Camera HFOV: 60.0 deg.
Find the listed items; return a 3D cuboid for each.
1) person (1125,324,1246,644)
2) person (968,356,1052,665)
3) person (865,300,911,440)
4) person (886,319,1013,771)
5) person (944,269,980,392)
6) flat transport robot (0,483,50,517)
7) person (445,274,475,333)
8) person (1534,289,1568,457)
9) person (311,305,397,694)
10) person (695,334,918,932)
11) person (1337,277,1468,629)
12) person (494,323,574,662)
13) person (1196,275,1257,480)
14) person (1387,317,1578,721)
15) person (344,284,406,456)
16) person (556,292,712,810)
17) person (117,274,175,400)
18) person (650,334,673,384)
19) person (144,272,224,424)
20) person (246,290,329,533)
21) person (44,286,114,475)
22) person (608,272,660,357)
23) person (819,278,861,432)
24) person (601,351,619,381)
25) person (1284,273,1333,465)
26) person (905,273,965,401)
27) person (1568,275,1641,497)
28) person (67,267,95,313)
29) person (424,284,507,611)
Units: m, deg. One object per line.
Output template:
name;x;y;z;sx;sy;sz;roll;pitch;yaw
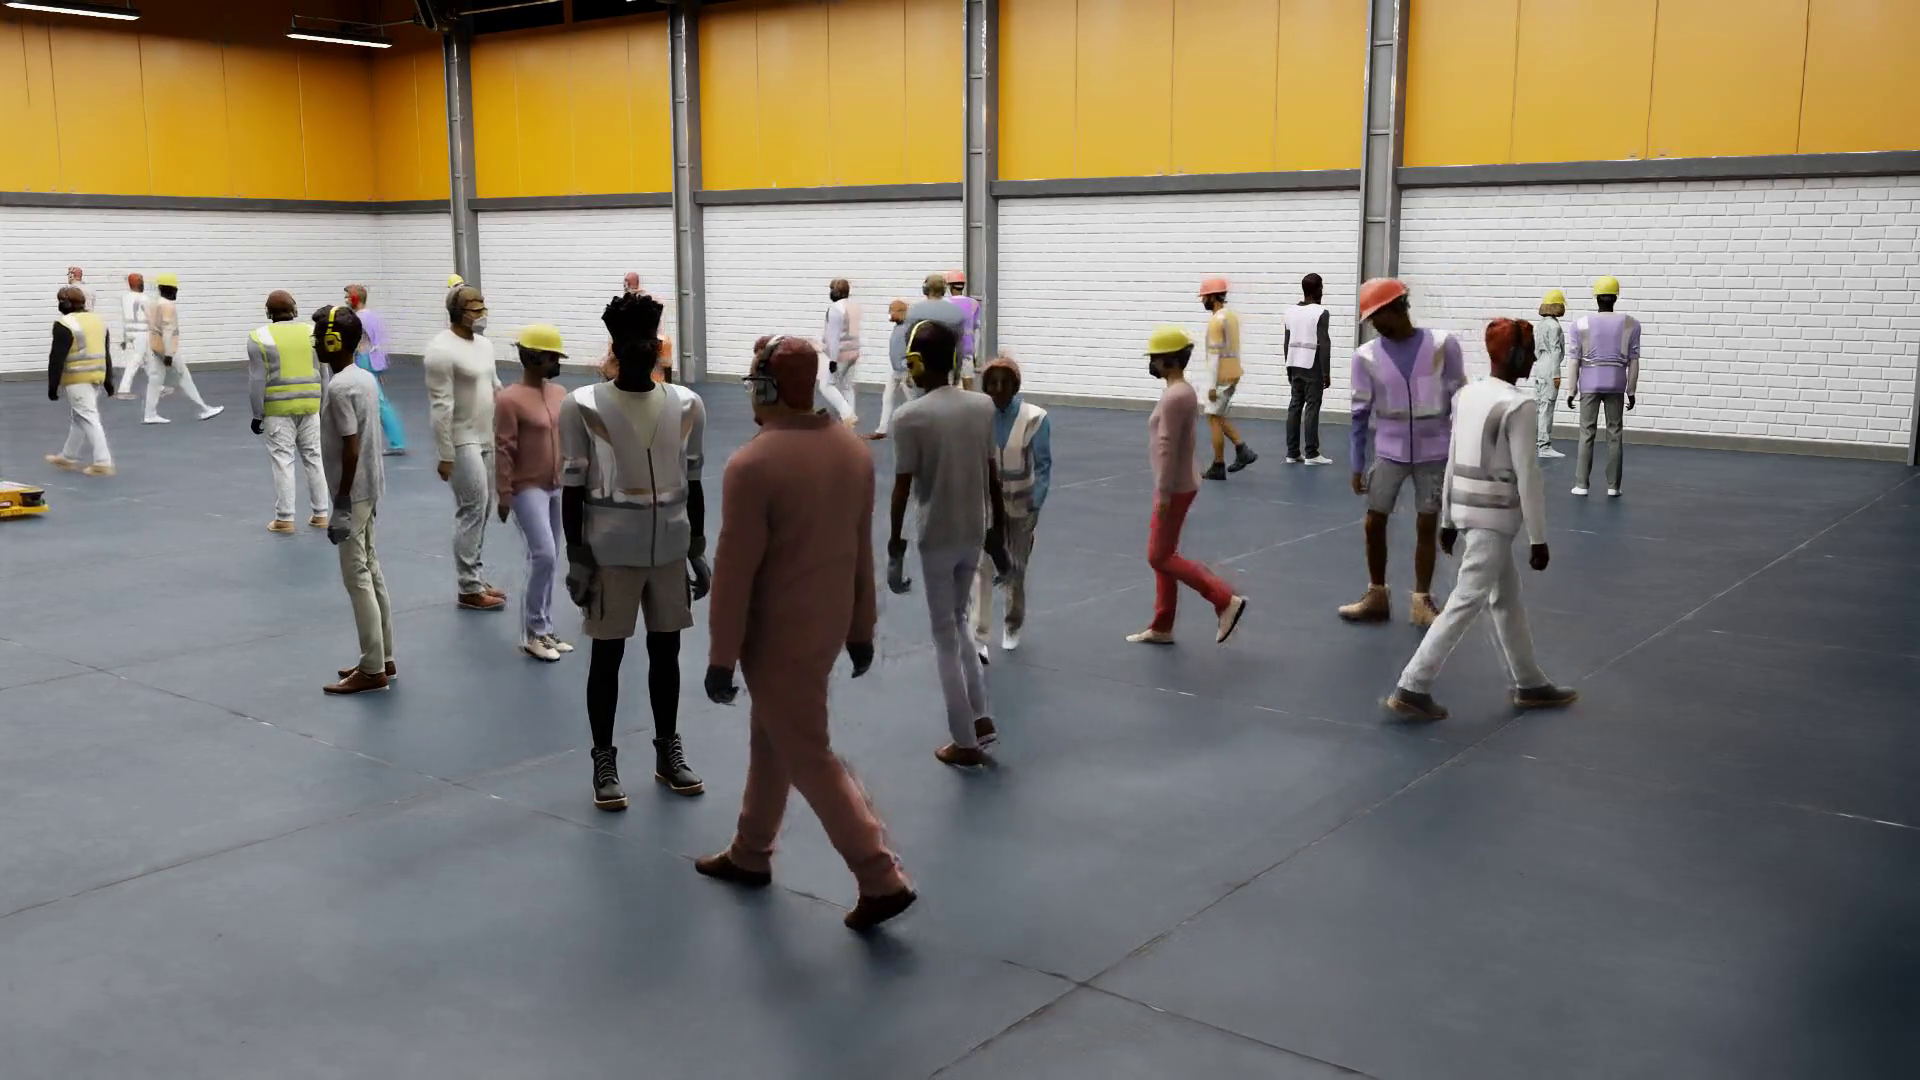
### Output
person;1.209;-0.266;8.837;0.590;1.750;0.526;3;10;16
person;0.218;-0.149;8.579;0.505;1.585;0.929;0;10;2
person;-0.640;-1.931;18.949;0.839;1.597;0.511;-3;10;-17
person;-0.053;0.026;6.807;0.545;1.844;0.471;-7;12;-36
person;-0.036;-2.257;19.875;0.548;1.930;0.389;-5;11;-27
flat transport robot;-8.077;-0.347;13.570;1.431;0.197;0.652;8;13;39
person;-7.308;-2.969;24.328;0.404;1.821;0.590;4;11;24
person;6.163;-1.738;17.385;0.289;1.745;0.485;0;10;-2
person;-2.941;-0.191;8.015;0.312;1.869;0.538;-1;10;-6
person;-0.500;0.283;5.269;0.947;1.868;0.652;6;11;31
person;2.515;-0.463;9.298;0.697;1.986;0.386;3;10;17
person;-2.127;-0.249;8.716;0.518;1.753;0.550;4;11;23
person;2.449;-1.507;15.536;0.525;1.919;0.575;5;11;28
person;2.391;-0.089;7.537;0.997;1.838;0.597;-2;10;-11
person;-6.284;-1.759;17.365;0.969;1.794;0.570;-1;10;-8
person;-1.237;0.037;6.403;0.602;1.966;0.368;-6;12;-32
person;-11.988;-2.966;24.311;0.581;1.834;1.005;6;11;31
person;-2.940;-1.400;15.676;0.551;1.644;0.861;1;10;7
person;-9.804;-2.394;20.794;0.958;1.876;0.616;-9;13;-42
person;-5.110;-0.975;12.669;0.430;1.841;0.624;9;13;43
person;-8.510;-1.515;15.919;0.859;1.799;0.655;1;10;9
person;-4.280;-2.519;21.563;0.668;1.872;0.870;-9;13;-42
person;-1.388;-2.122;19.361;0.438;1.831;0.649;4;11;23
person;-1.913;-0.310;9.415;0.403;1.611;0.522;5;11;27
person;3.495;-1.716;16.750;0.392;1.920;0.589;-6;12;-33
person;-0.281;-1.714;16.746;0.656;1.914;0.690;-4;10;-20
person;5.585;-1.330;14.469;0.585;1.930;0.361;3;10;14
person;-14.430;-3.512;27.239;0.410;1.909;0.643;1;10;3
person;-2.902;-0.554;9.928;0.431;1.931;0.646;2;10;10
